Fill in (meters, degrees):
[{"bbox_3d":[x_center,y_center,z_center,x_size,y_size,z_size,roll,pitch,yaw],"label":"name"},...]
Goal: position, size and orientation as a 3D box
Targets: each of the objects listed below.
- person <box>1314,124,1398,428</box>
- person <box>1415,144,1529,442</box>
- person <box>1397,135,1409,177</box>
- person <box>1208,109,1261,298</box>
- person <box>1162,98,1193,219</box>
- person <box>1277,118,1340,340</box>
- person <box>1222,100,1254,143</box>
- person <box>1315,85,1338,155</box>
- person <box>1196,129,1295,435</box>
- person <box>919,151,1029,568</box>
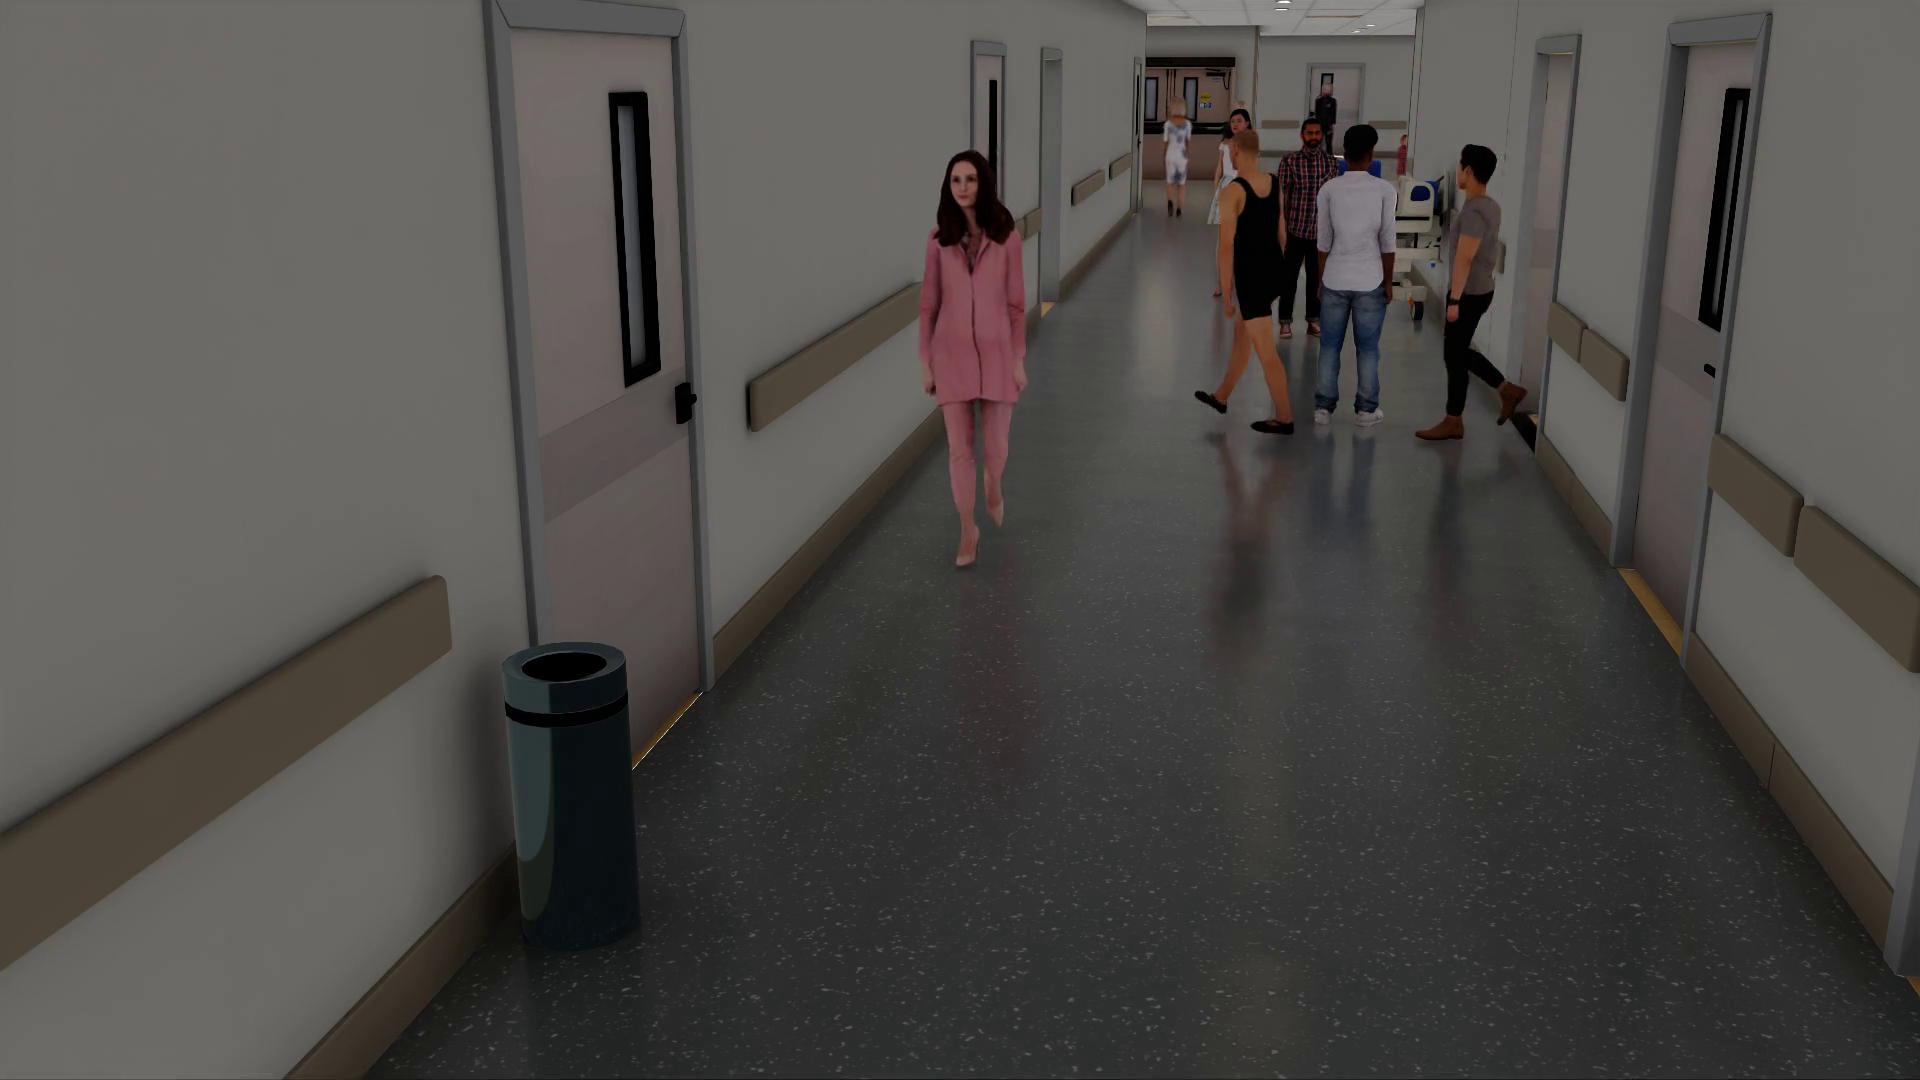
[{"bbox_3d":[2.402,-1.613,10.172,0.585,1.816,0.746,6,17,21],"label":"person"},{"bbox_3d":[3.061,-1.434,9.740,0.878,1.705,0.697,5,17,19],"label":"person"},{"bbox_3d":[8.000,-6.789,30.008,0.556,1.015,0.546,-1,16,-2],"label":"person"},{"bbox_3d":[2.656,-3.242,16.029,0.645,1.774,0.764,6,17,21],"label":"person"},{"bbox_3d":[3.157,-5.539,24.268,0.968,1.723,0.639,3,16,9],"label":"person"},{"bbox_3d":[2.835,-2.552,13.603,0.647,1.761,0.816,-2,16,-7],"label":"person"},{"bbox_3d":[3.937,-5.378,23.729,0.857,1.707,0.737,1,16,4],"label":"person"},{"bbox_3d":[8.225,-9.257,37.348,1.191,1.782,1.006,8,18,27],"label":"person"},{"bbox_3d":[1.837,-1.488,9.869,1.111,1.739,1.213,-14,21,-41],"label":"person"},{"bbox_3d":[0.083,-0.784,7.289,0.713,1.785,0.697,2,16,7],"label":"person"}]
